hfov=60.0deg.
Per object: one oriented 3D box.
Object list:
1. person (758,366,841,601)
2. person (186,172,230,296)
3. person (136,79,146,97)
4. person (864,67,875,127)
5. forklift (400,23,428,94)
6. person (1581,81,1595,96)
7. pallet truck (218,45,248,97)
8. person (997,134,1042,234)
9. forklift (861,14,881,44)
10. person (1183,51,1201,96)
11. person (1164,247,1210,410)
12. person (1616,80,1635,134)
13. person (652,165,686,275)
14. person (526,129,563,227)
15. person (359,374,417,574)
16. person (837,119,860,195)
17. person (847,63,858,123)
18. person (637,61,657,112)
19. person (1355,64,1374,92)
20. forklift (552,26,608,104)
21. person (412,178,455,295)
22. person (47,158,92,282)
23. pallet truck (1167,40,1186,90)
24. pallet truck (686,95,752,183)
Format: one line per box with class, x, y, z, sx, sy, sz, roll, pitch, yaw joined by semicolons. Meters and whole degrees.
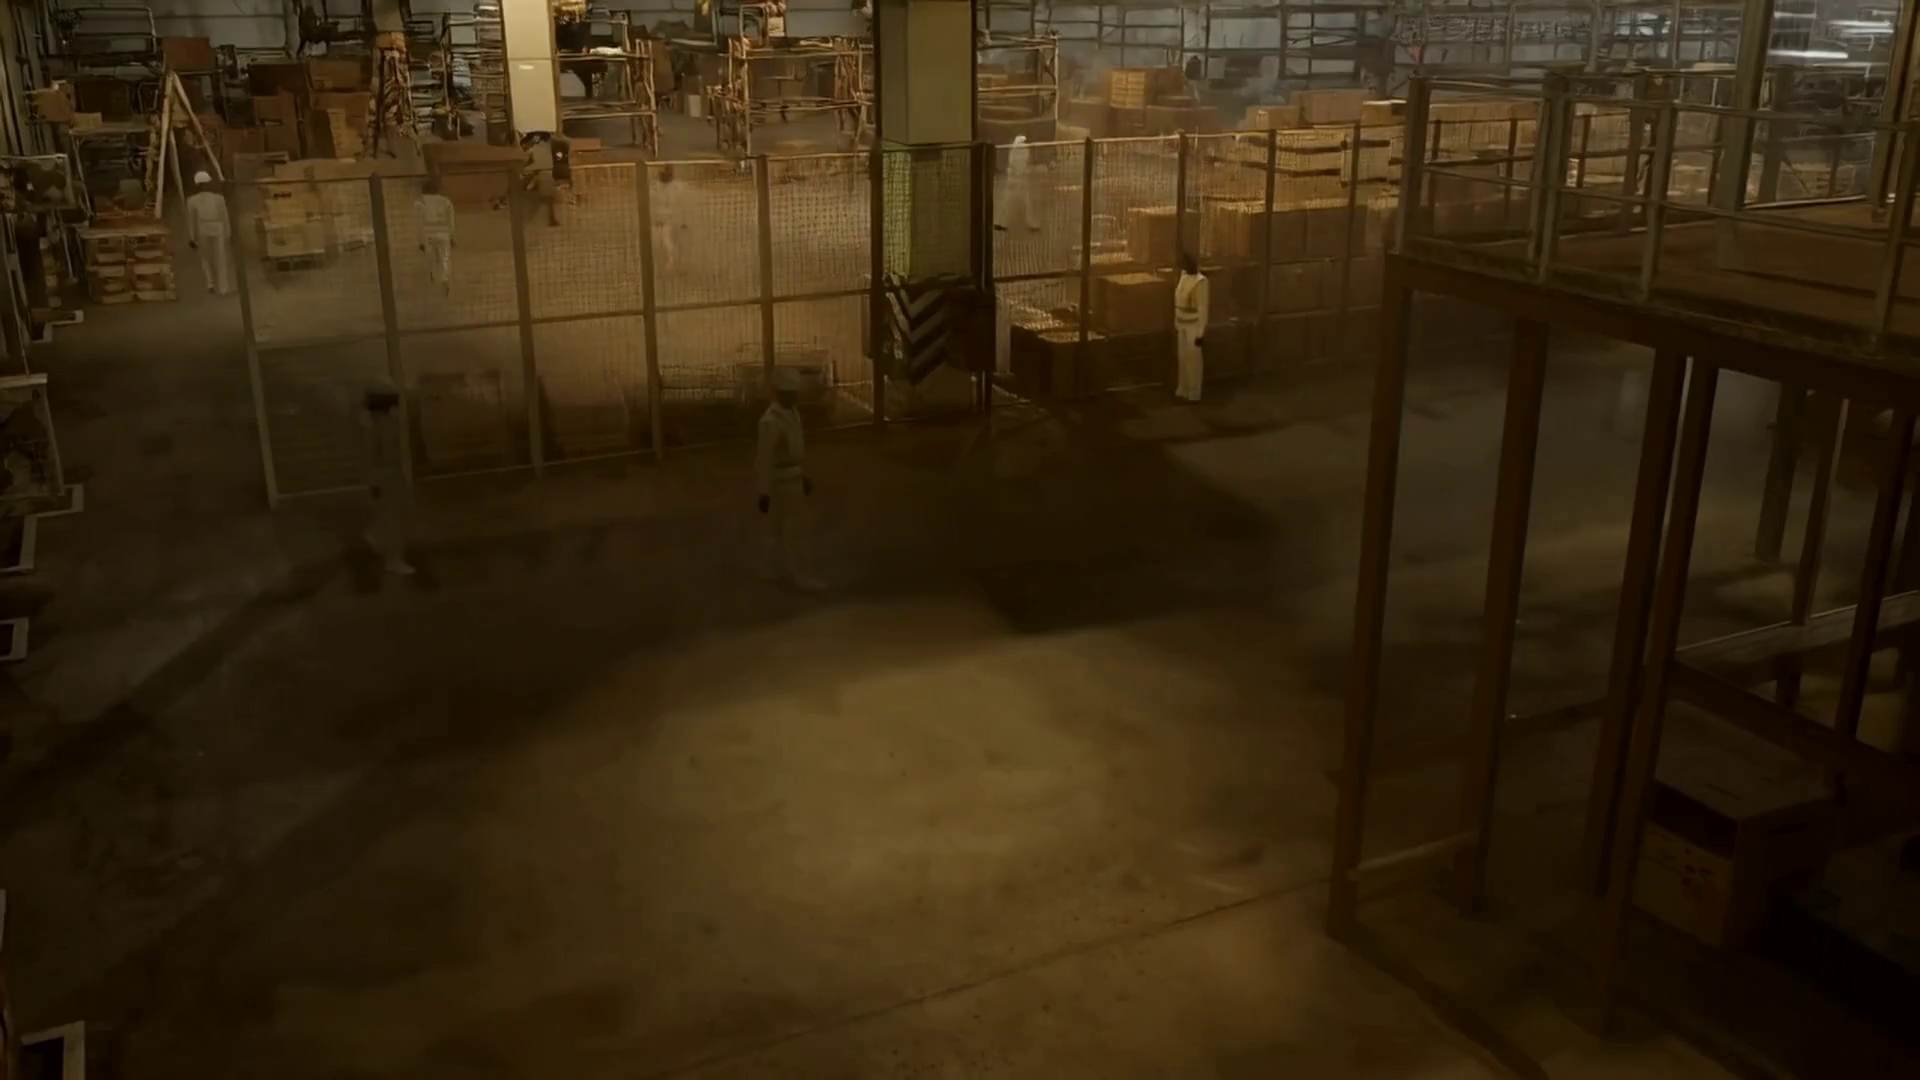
person;-1.284;-0.451;13.425;0.867;1.913;0.645;5;20;15
person;-11.796;-4.808;26.113;0.650;1.880;0.909;-12;22;-31
person;-25.209;-13.419;51.458;0.514;1.634;0.313;8;21;23
person;-2.808;-14.257;53.503;0.584;1.882;0.345;15;24;37
forklift;-22.280;-19.123;66.105;1.129;2.768;1.873;14;23;35
person;18.262;-12.539;48.470;0.386;1.918;0.595;-5;20;-15
pallet truck;-28.879;-18.665;66.111;0.823;1.965;1.885;-3;19;-9
person;1.133;-6.871;32.108;1.045;1.887;0.627;17;25;40
forklift;-4.189;-23.320;78.271;1.129;2.768;1.873;11;22;29
person;8.616;-17.165;61.806;0.638;1.961;0.757;0;19;-1
person;2.653;-2.455;19.294;0.355;1.882;0.576;-8;21;-22
person;20.303;-13.272;50.781;0.583;1.798;0.902;5;20;14
person;-4.855;-5.367;27.822;0.637;1.823;0.609;14;24;36
person;-8.252;-7.143;32.839;0.654;1.922;0.546;8;20;21
person;-4.871;-0.561;14.033;0.483;1.734;0.490;7;20;20
person;-2.513;-8.620;37.458;0.535;1.690;0.320;5;20;13
person;-3.529;-14.683;54.697;0.407;1.918;0.584;2;19;6
person;-10.766;-15.643;57.473;0.658;1.910;0.819;-14;23;-34
person;12.912;-14.159;52.983;0.798;2.000;0.688;-9;21;-24
forklift;-14.366;-17.840;62.386;1.873;2.768;1.129;-9;21;-25
person;-8.192;-4.723;25.957;0.623;1.823;0.752;-5;20;-15
person;-14.479;-5.216;27.125;0.611;1.997;0.375;-18;26;-42
pallet truck;9.045;-19.971;69.895;0.823;1.965;1.885;-3;19;-8
pallet truck;-5.836;-9.608;39.856;0.823;1.965;1.885;10;22;27
